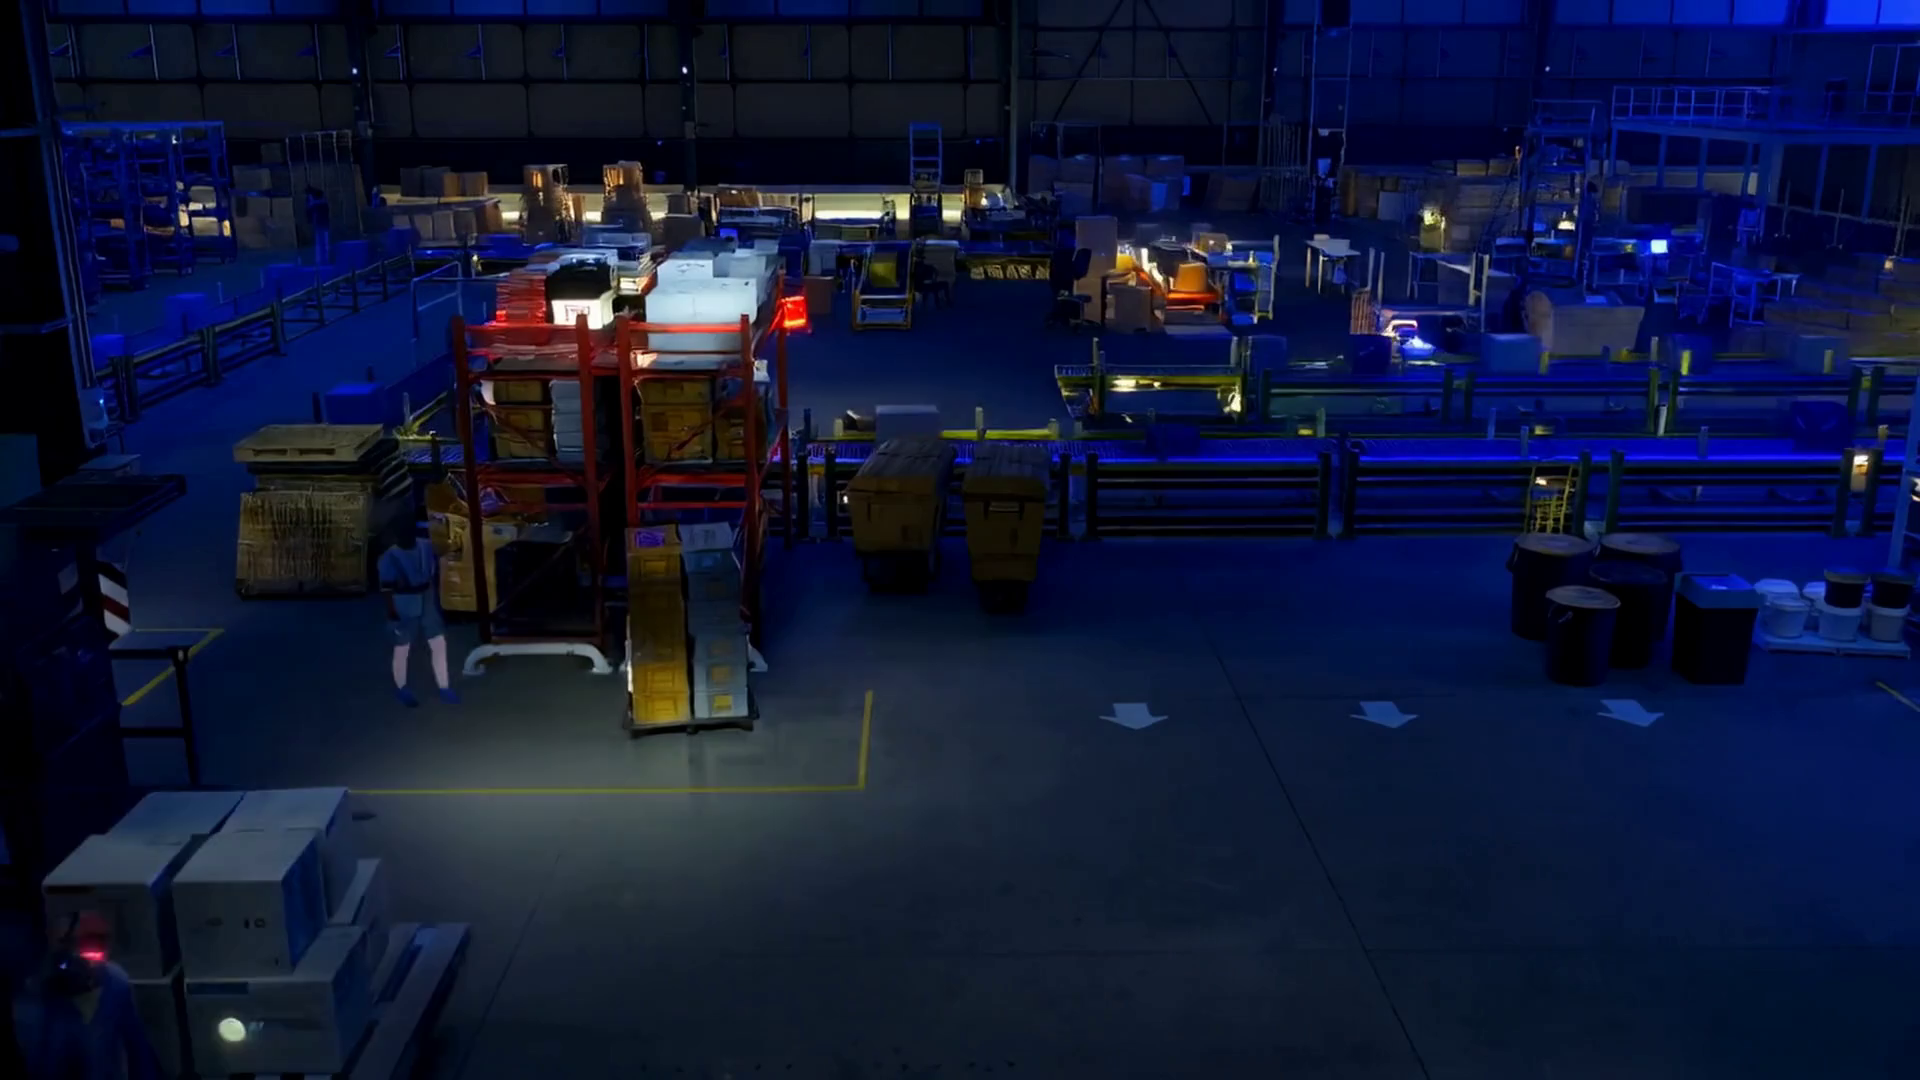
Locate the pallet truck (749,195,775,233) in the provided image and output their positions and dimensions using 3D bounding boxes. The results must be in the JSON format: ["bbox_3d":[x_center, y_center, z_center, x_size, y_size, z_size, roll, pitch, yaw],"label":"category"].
[{"bbox_3d":[-6.051,-9.967,50.660,0.680,1.201,1.601,0,16,-1],"label":"pallet truck"}]

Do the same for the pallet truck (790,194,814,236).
[{"bbox_3d":[-4.814,-9.883,50.259,0.704,1.261,1.522,-1,16,-3],"label":"pallet truck"}]

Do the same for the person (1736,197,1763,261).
[{"bbox_3d":[19.494,-7.569,41.204,0.588,1.869,0.648,0,16,2],"label":"person"}]

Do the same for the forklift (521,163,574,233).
[{"bbox_3d":[-12.233,-10.122,49.298,1.157,1.987,2.680,0,16,-1],"label":"forklift"}]

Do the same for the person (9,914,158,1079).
[{"bbox_3d":[-3.503,2.368,6.635,0.456,1.879,0.698,6,17,21],"label":"person"}]

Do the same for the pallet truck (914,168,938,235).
[{"bbox_3d":[-0.989,-10.316,50.507,0.823,1.965,1.885,1,16,3],"label":"pallet truck"}]

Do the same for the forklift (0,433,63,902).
[{"bbox_3d":[-5.952,0.780,10.366,1.873,2.768,1.129,0,16,-1],"label":"forklift"}]

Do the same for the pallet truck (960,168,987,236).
[{"bbox_3d":[0.383,-10.230,50.206,0.823,1.965,1.885,-1,16,-3],"label":"pallet truck"}]

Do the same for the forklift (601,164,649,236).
[{"bbox_3d":[-9.948,-10.127,49.296,1.157,1.987,2.680,-1,16,-3],"label":"forklift"}]

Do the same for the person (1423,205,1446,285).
[{"bbox_3d":[11.117,-6.935,39.006,0.553,1.856,0.514,5,17,18],"label":"person"}]

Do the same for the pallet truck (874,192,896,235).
[{"bbox_3d":[-2.277,-9.986,50.594,0.653,1.274,1.630,0,16,-1],"label":"pallet truck"}]

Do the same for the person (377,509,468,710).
[{"bbox_3d":[-4.284,0.583,13.205,0.742,1.667,0.547,12,20,35],"label":"person"}]

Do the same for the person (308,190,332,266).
[{"bbox_3d":[-15.963,-7.738,41.544,0.370,1.996,0.622,7,17,22],"label":"person"}]

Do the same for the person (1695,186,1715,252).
[{"bbox_3d":[20.518,-8.838,45.781,0.327,1.767,0.533,-11,19,-33],"label":"person"}]
